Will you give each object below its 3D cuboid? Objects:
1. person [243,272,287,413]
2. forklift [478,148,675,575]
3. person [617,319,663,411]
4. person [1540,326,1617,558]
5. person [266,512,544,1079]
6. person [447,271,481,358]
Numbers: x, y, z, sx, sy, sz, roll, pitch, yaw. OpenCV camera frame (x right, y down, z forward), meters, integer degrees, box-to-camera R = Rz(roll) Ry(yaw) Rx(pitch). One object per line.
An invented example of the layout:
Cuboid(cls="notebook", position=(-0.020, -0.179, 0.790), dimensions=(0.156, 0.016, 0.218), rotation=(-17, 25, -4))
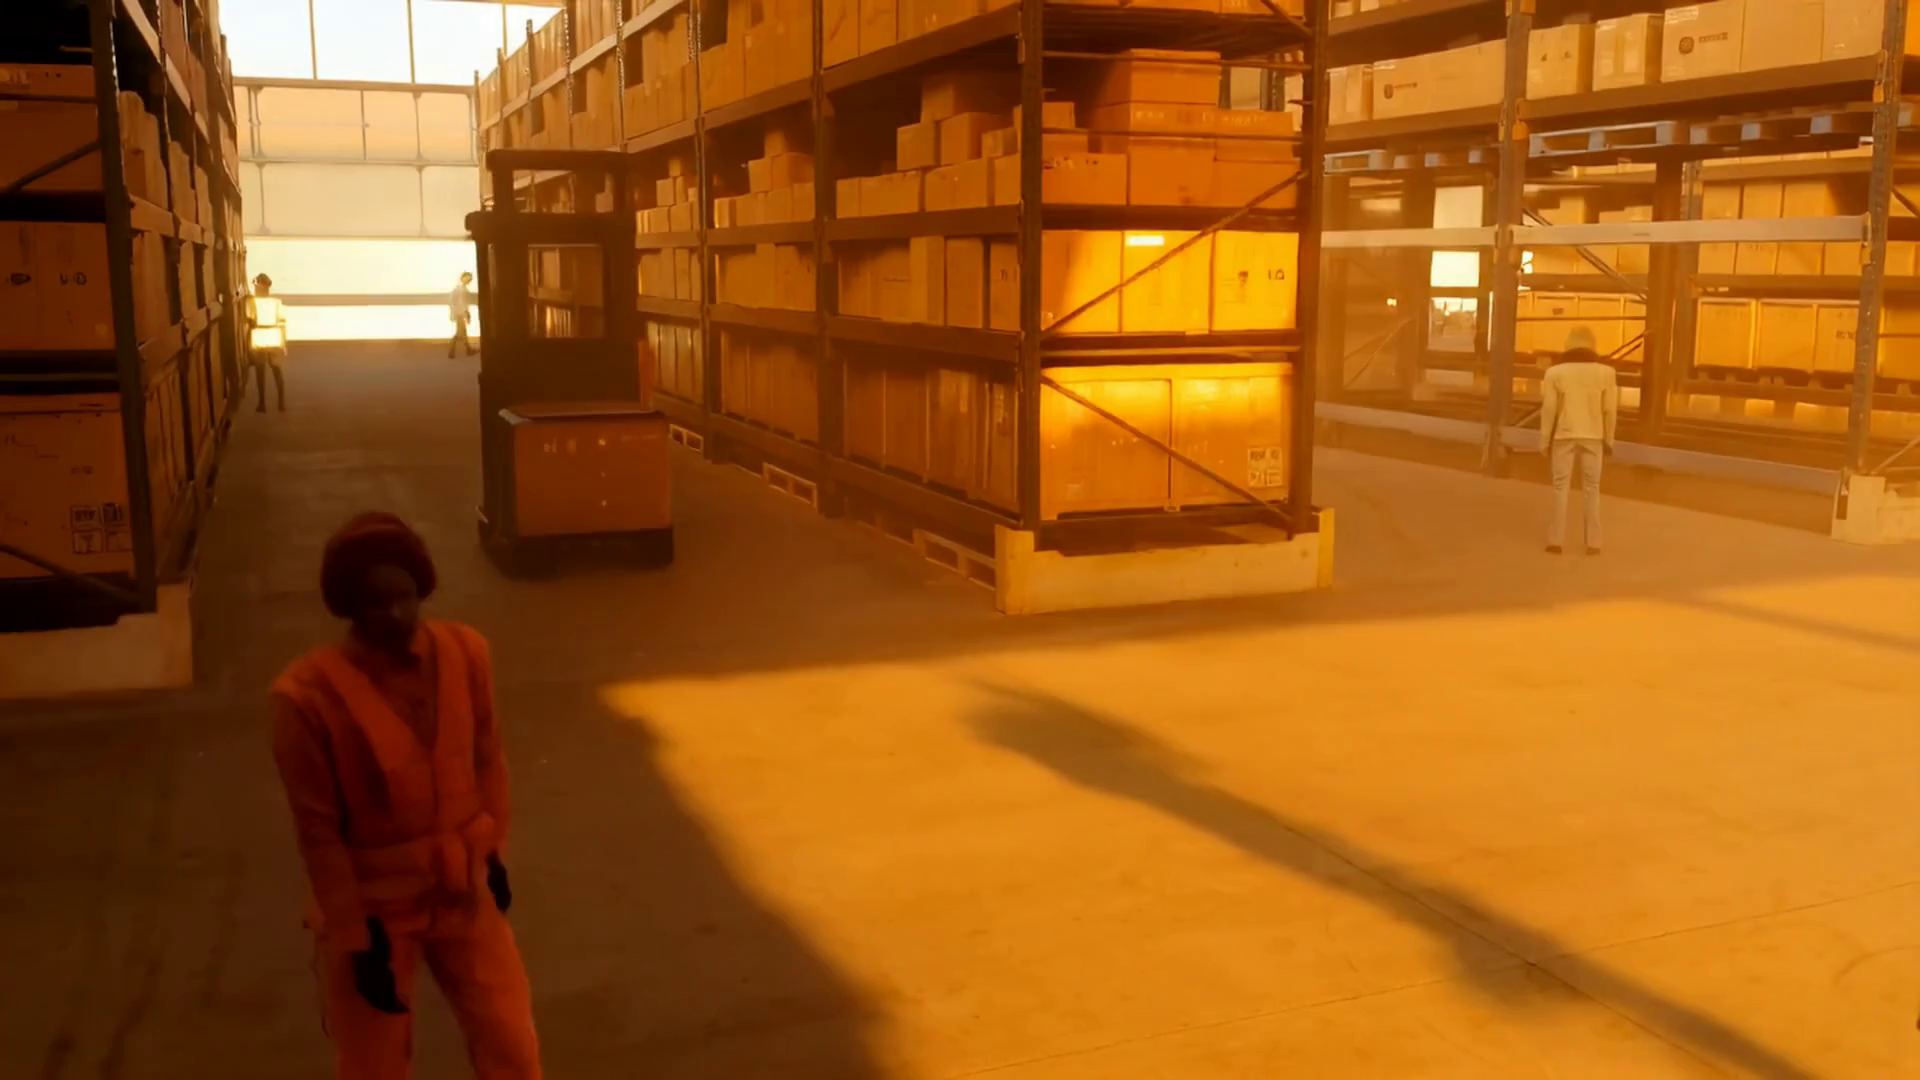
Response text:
Cuboid(cls="person", position=(-9.581, -2.717, 22.956), dimensions=(0.551, 1.936, 0.357), rotation=(-6, 11, -31))
Cuboid(cls="forklift", position=(-2.717, -1.278, 11.518), dimensions=(1.129, 2.768, 1.873), rotation=(-4, 10, -22))
Cuboid(cls="person", position=(-3.007, -1.285, 15.379), dimensions=(0.518, 1.606, 0.801), rotation=(-5, 11, -27))
Cuboid(cls="person", position=(4.337, -0.686, 11.696), dimensions=(0.498, 1.633, 0.278), rotation=(3, 10, 15))
Cuboid(cls="person", position=(-1.024, 0.741, 3.247), dimensions=(0.762, 1.604, 0.535), rotation=(7, 12, 37))
Cuboid(cls="person", position=(-10.822, -4.888, 36.146), dimensions=(0.856, 1.873, 0.637), rotation=(-8, 13, -41))
